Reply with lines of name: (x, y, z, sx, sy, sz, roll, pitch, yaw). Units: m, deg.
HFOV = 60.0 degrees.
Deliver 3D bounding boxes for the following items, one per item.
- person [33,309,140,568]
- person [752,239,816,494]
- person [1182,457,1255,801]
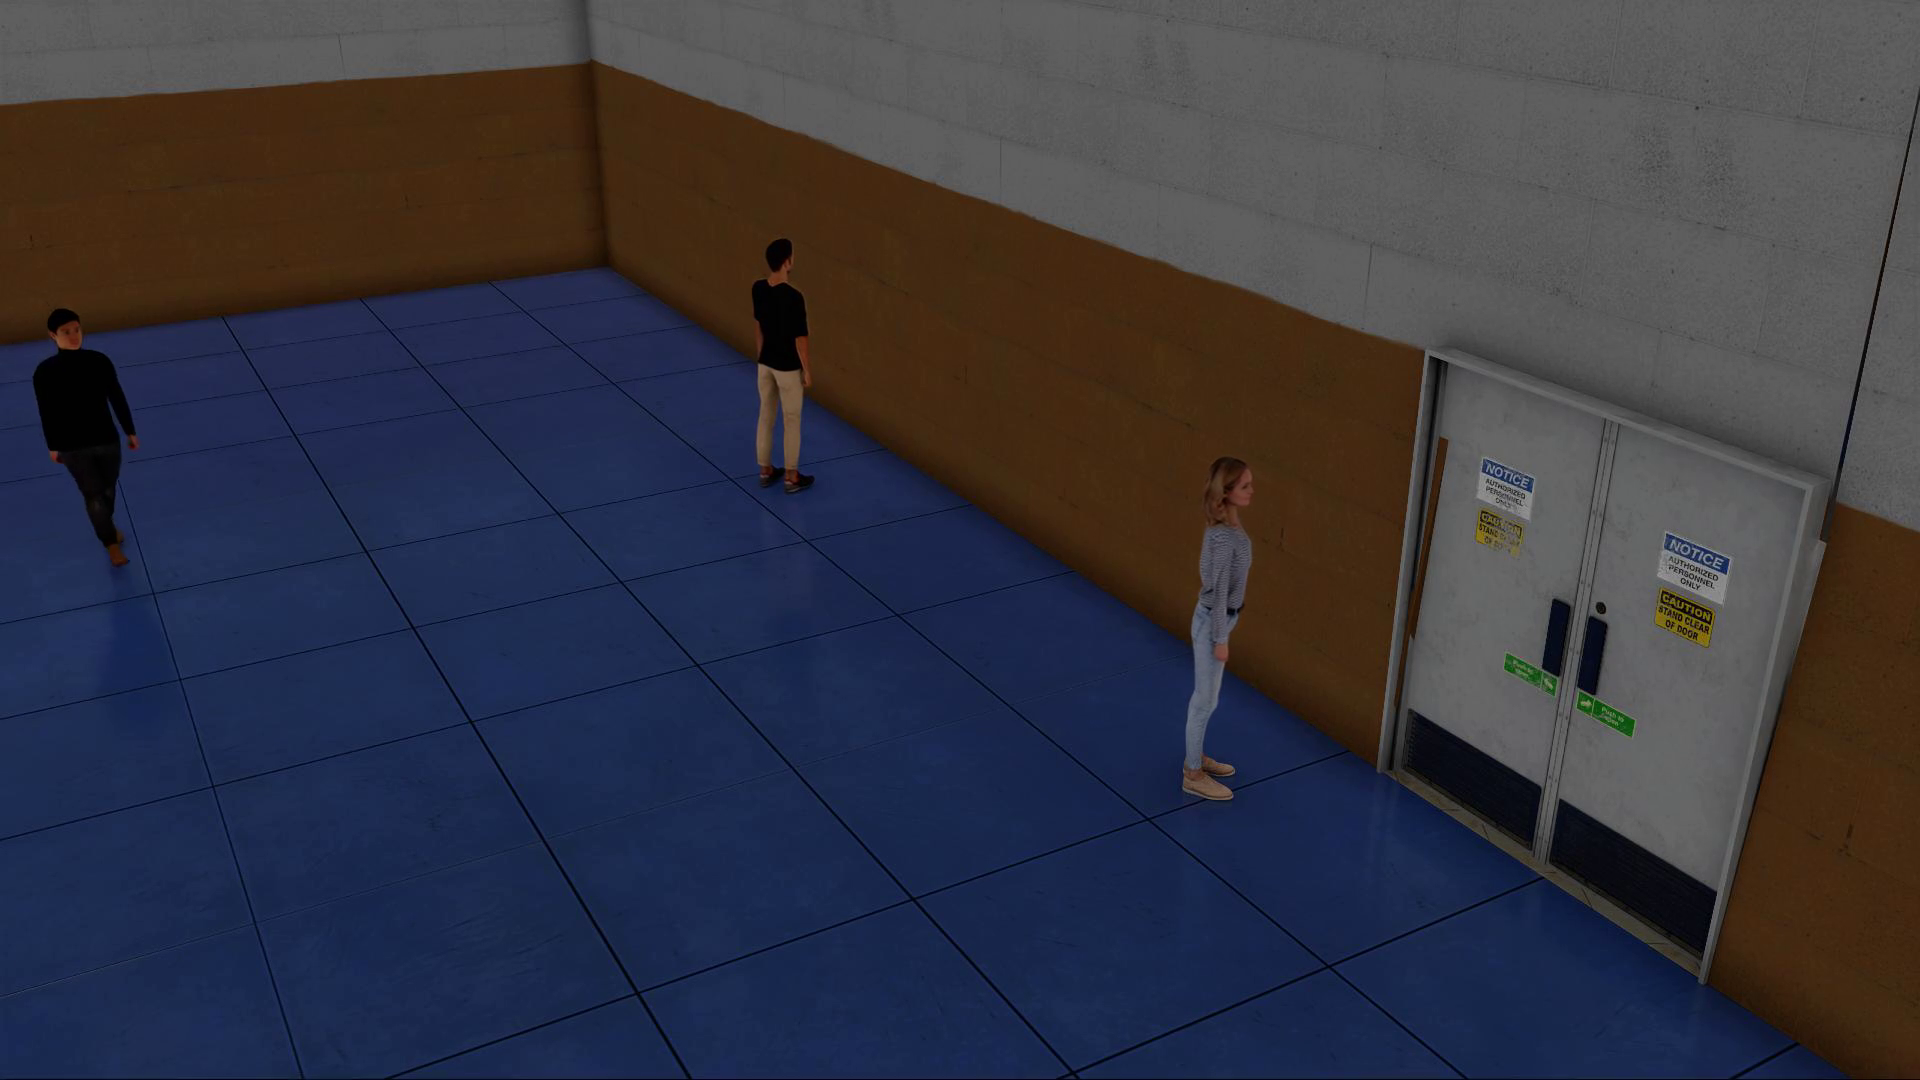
person: (-5.763, -0.693, 10.963, 0.910, 1.683, 1.095, 22, 32, 40)
person: (-1.298, -1.254, 11.999, 0.708, 1.856, 0.683, 16, 28, 31)
person: (1.275, 0.429, 8.259, 0.707, 1.796, 0.651, 5, 24, 12)
